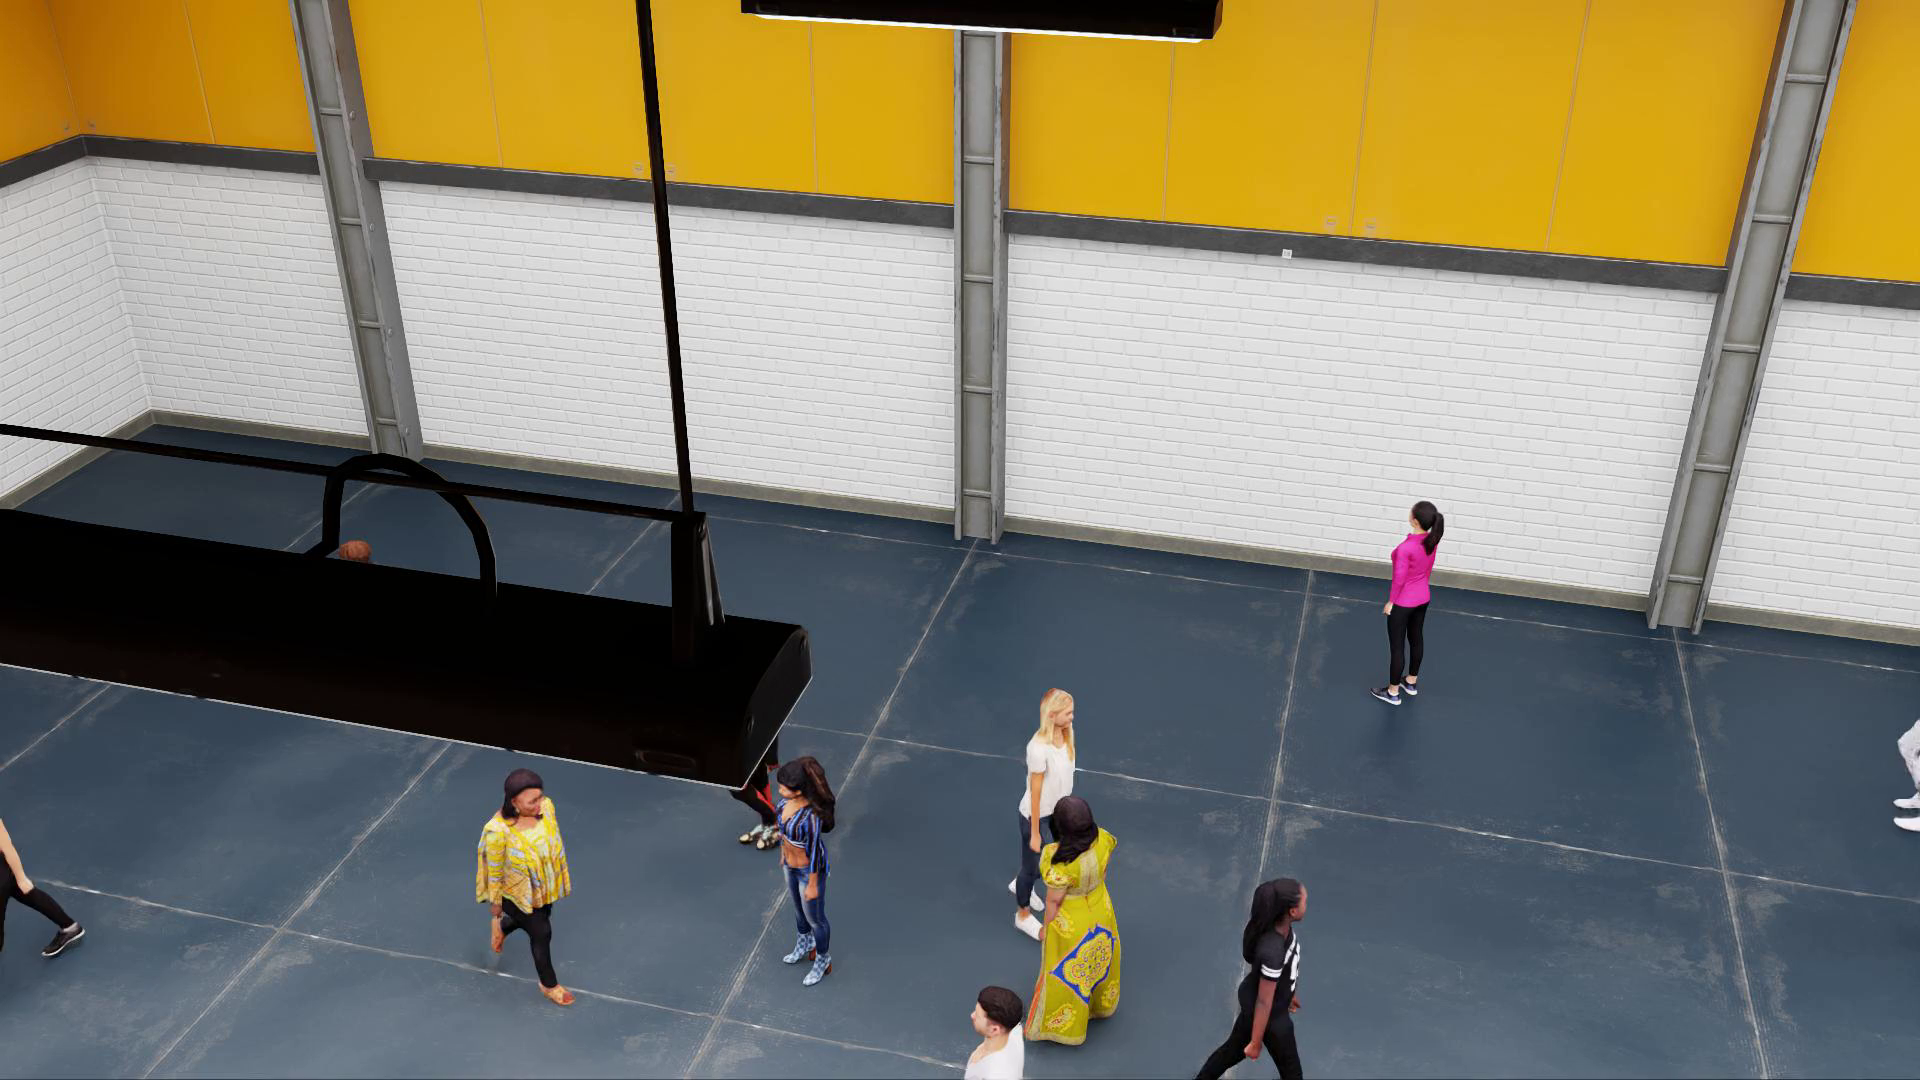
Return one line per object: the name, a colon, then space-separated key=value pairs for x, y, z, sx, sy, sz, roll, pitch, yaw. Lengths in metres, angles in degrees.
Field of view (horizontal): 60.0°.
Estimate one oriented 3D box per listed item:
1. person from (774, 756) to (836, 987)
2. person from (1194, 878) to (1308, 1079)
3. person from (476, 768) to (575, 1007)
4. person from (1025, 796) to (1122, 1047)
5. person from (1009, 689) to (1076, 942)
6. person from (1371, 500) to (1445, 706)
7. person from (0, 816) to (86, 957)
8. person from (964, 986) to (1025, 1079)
person: x=-0.927 y=1.952 z=9.931 sx=0.749 sy=1.627 sz=0.682 roll=-17 pitch=33 yaw=-28
person: x=1.530 y=2.513 z=8.841 sx=1.203 sy=1.686 sz=0.684 roll=6 pitch=29 yaw=11
person: x=-2.614 y=2.014 z=9.820 sx=1.060 sy=1.624 sz=0.856 roll=15 pitch=32 yaw=26
person: x=0.660 y=2.157 z=9.532 sx=1.000 sy=1.659 sz=1.016 roll=-23 pitch=36 yaw=-36
person: x=0.451 y=1.658 z=10.293 sx=0.777 sy=1.796 sz=0.743 roll=21 pitch=35 yaw=34
person: x=3.415 y=0.458 z=12.607 sx=0.691 sy=1.698 sz=0.738 roll=-20 pitch=34 yaw=-32
person: x=-5.698 y=1.940 z=9.980 sx=1.091 sy=1.601 sz=0.848 roll=18 pitch=33 yaw=29
person: x=0.184 y=2.868 z=8.014 sx=0.584 sy=1.854 sz=0.696 roll=5 pitch=29 yaw=9
